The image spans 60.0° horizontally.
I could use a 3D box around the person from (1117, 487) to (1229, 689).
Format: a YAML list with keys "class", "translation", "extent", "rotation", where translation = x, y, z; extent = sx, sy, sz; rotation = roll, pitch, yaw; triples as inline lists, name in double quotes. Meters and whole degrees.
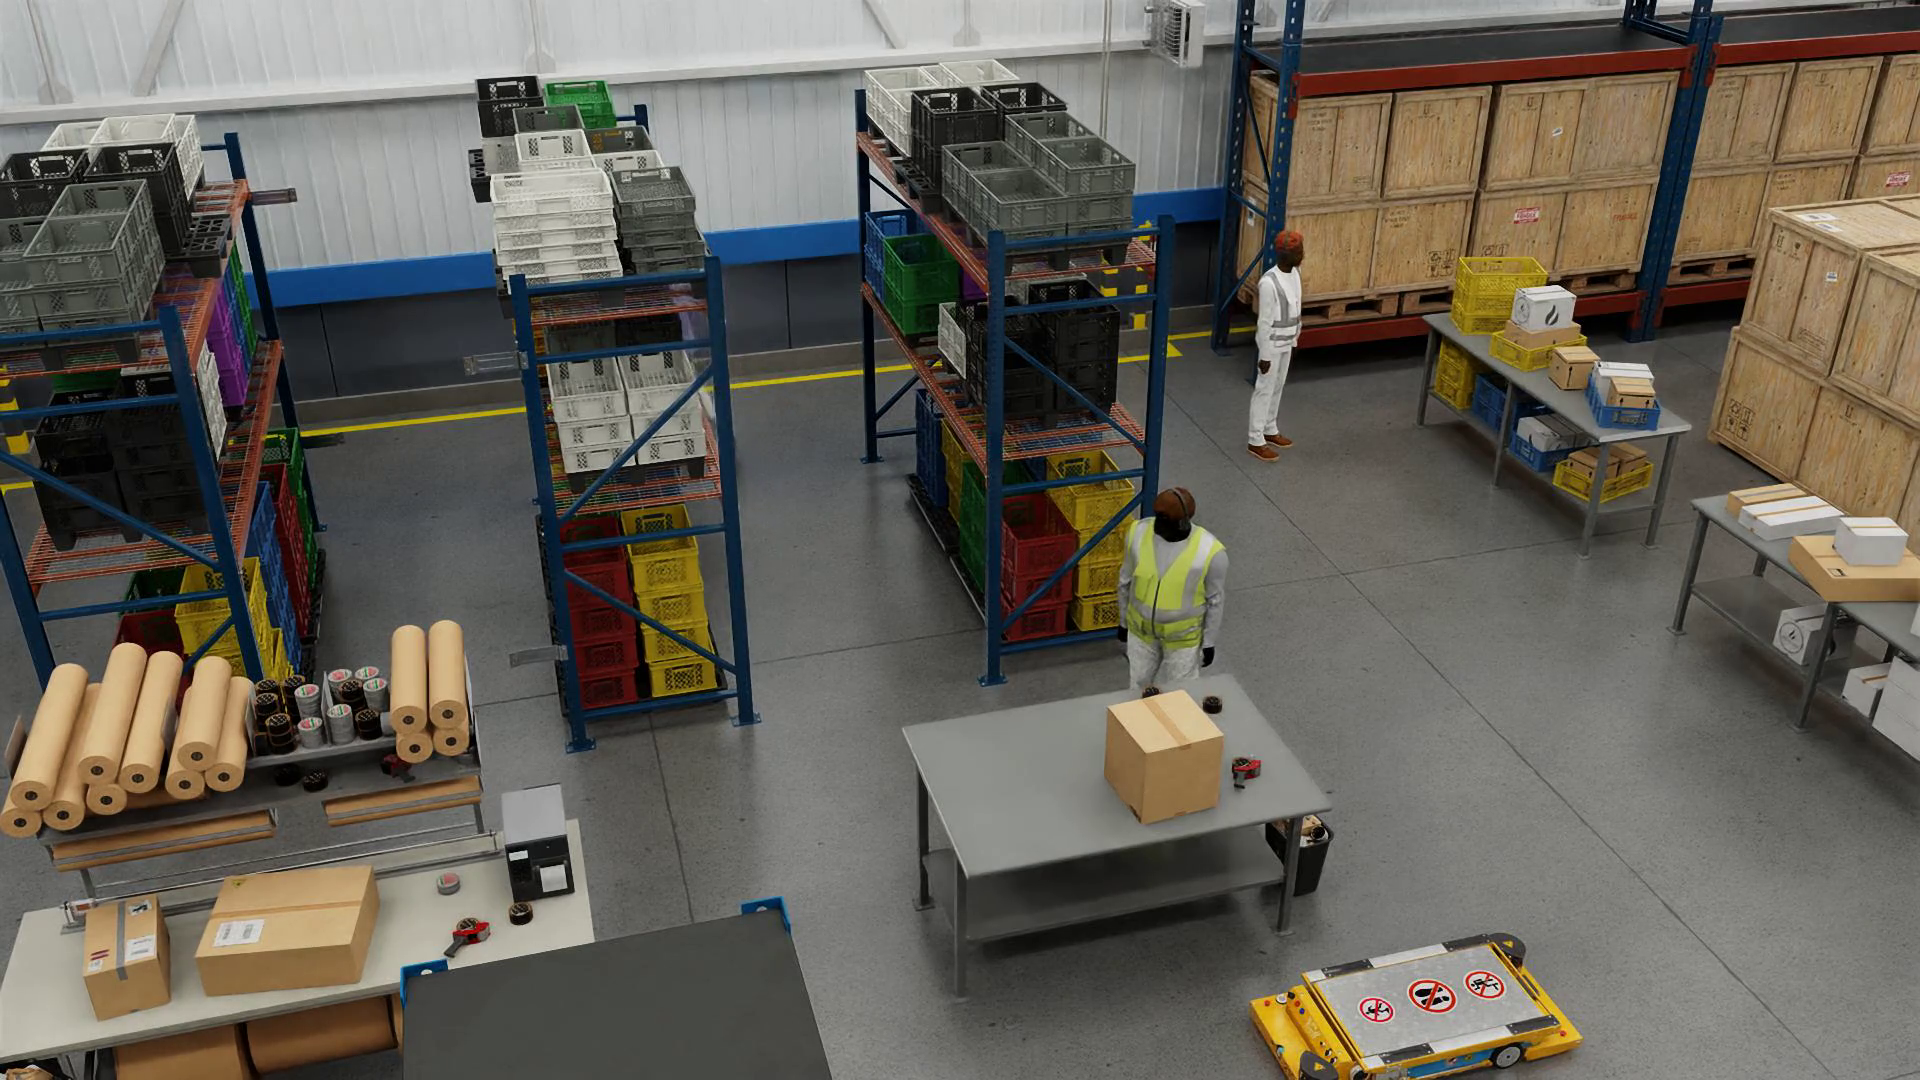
- class: "person"
  translation: [1.184, 0.521, 9.571]
  extent: [0.621, 1.840, 0.430]
  rotation: [14, 32, 24]

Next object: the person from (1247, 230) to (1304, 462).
- class: "person"
  translation: [2.543, -1.562, 13.311]
  extent: [0.345, 1.883, 0.584]
  rotation: [18, 33, 29]

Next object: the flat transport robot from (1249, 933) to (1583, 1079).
- class: "flat transport robot"
  translation: [2.184, 2.282, 7.980]
  extent: [1.431, 0.197, 0.652]
  rotation: [-8, 30, -14]
